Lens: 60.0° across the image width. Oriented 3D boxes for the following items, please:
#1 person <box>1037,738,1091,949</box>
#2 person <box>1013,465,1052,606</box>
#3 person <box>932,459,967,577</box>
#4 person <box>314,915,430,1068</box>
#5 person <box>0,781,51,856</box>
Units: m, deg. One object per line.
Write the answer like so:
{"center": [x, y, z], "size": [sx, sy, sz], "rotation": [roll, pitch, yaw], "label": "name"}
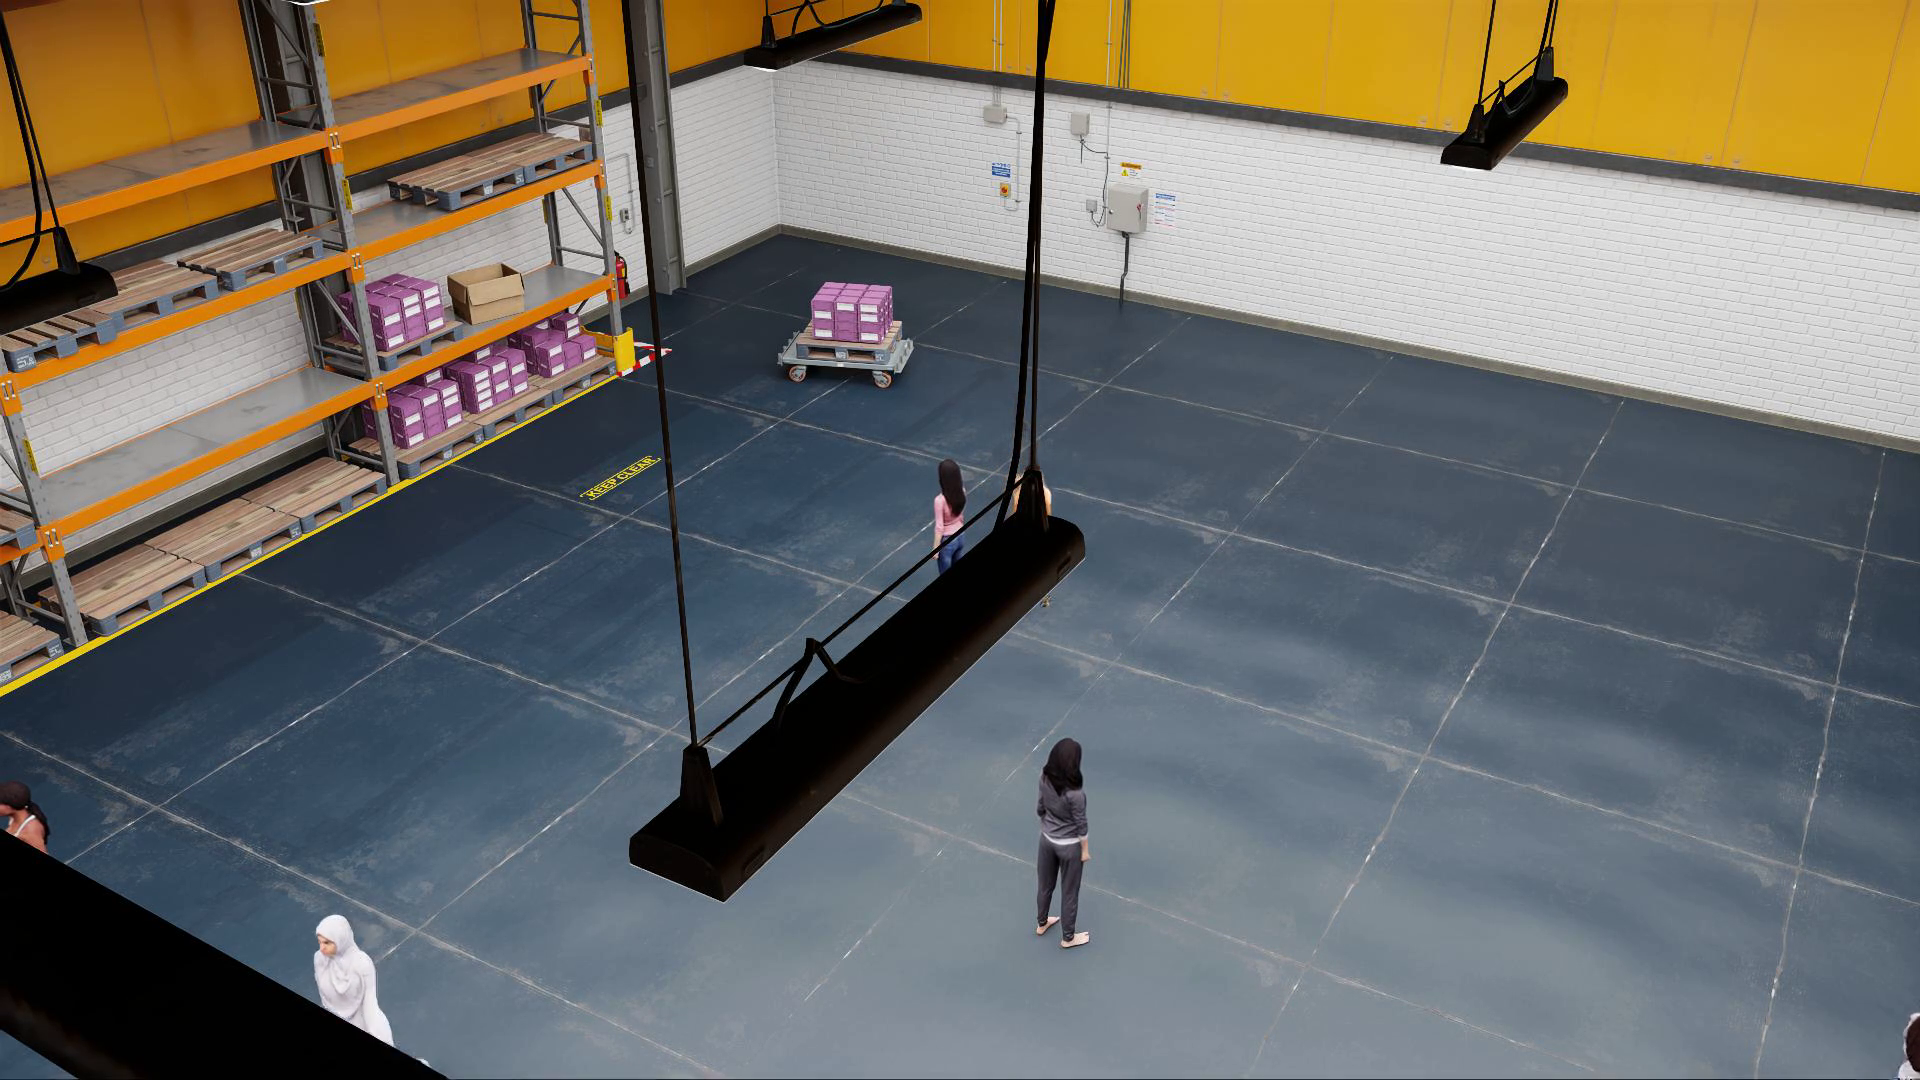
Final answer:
{"center": [0.736, 2.197, 12.083], "size": [0.634, 1.765, 0.579], "rotation": [23, 36, 36], "label": "person"}
{"center": [0.720, -0.120, 16.658], "size": [0.781, 1.449, 0.874], "rotation": [-2, 29, -4], "label": "person"}
{"center": [-0.104, 0.014, 16.108], "size": [0.670, 1.742, 0.477], "rotation": [21, 35, 33], "label": "person"}
{"center": [-3.732, 3.053, 10.531], "size": [0.787, 1.746, 1.171], "rotation": [8, 30, 15], "label": "person"}
{"center": [-6.431, 2.405, 11.712], "size": [0.613, 1.754, 0.626], "rotation": [-22, 35, -34], "label": "person"}
